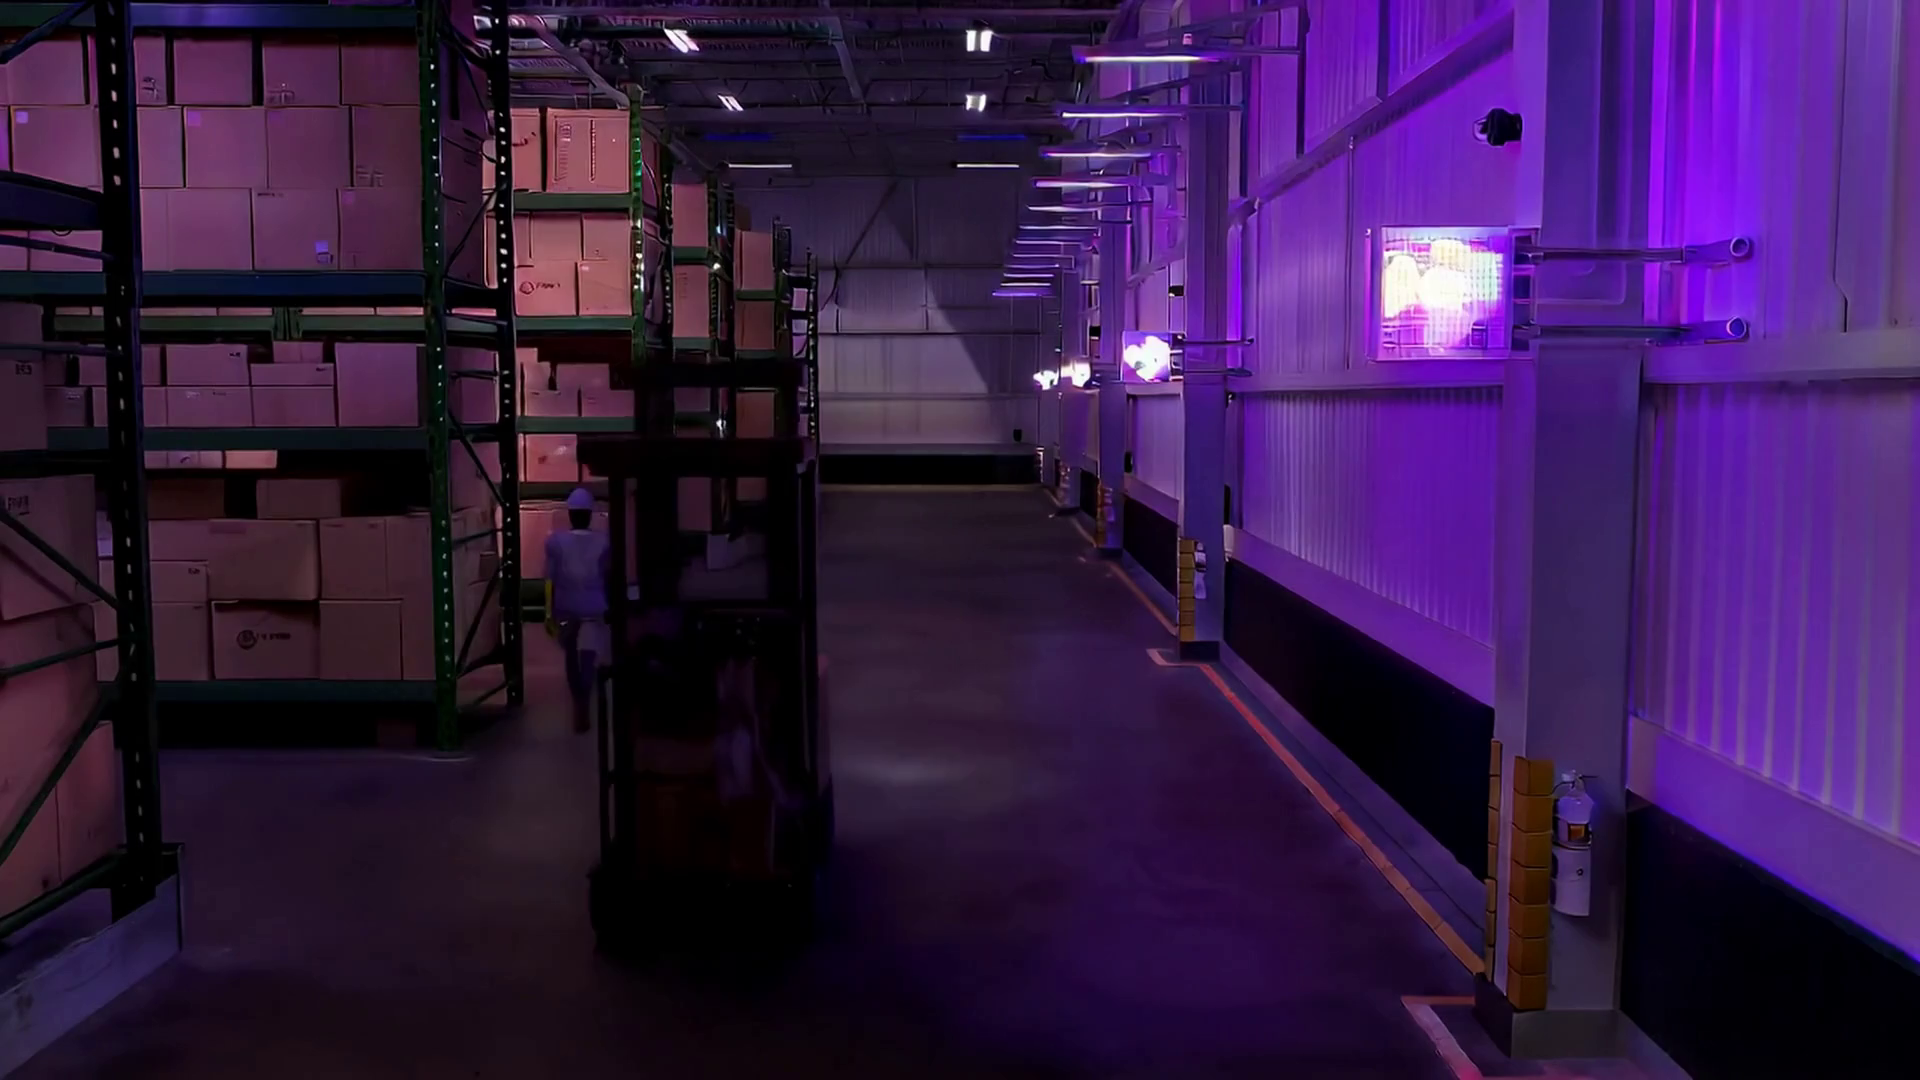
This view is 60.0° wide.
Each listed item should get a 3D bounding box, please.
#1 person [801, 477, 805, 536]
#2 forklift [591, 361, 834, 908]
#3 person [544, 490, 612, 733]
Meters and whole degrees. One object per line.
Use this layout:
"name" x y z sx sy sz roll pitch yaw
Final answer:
"person" -2.755 -0.662 28.853 0.524 1.619 0.589 0 5 -1
"forklift" -1.305 0.405 9.190 1.129 2.768 1.873 0 5 0
"person" -3.003 0.545 13.277 0.574 1.881 0.991 -1 5 -7
